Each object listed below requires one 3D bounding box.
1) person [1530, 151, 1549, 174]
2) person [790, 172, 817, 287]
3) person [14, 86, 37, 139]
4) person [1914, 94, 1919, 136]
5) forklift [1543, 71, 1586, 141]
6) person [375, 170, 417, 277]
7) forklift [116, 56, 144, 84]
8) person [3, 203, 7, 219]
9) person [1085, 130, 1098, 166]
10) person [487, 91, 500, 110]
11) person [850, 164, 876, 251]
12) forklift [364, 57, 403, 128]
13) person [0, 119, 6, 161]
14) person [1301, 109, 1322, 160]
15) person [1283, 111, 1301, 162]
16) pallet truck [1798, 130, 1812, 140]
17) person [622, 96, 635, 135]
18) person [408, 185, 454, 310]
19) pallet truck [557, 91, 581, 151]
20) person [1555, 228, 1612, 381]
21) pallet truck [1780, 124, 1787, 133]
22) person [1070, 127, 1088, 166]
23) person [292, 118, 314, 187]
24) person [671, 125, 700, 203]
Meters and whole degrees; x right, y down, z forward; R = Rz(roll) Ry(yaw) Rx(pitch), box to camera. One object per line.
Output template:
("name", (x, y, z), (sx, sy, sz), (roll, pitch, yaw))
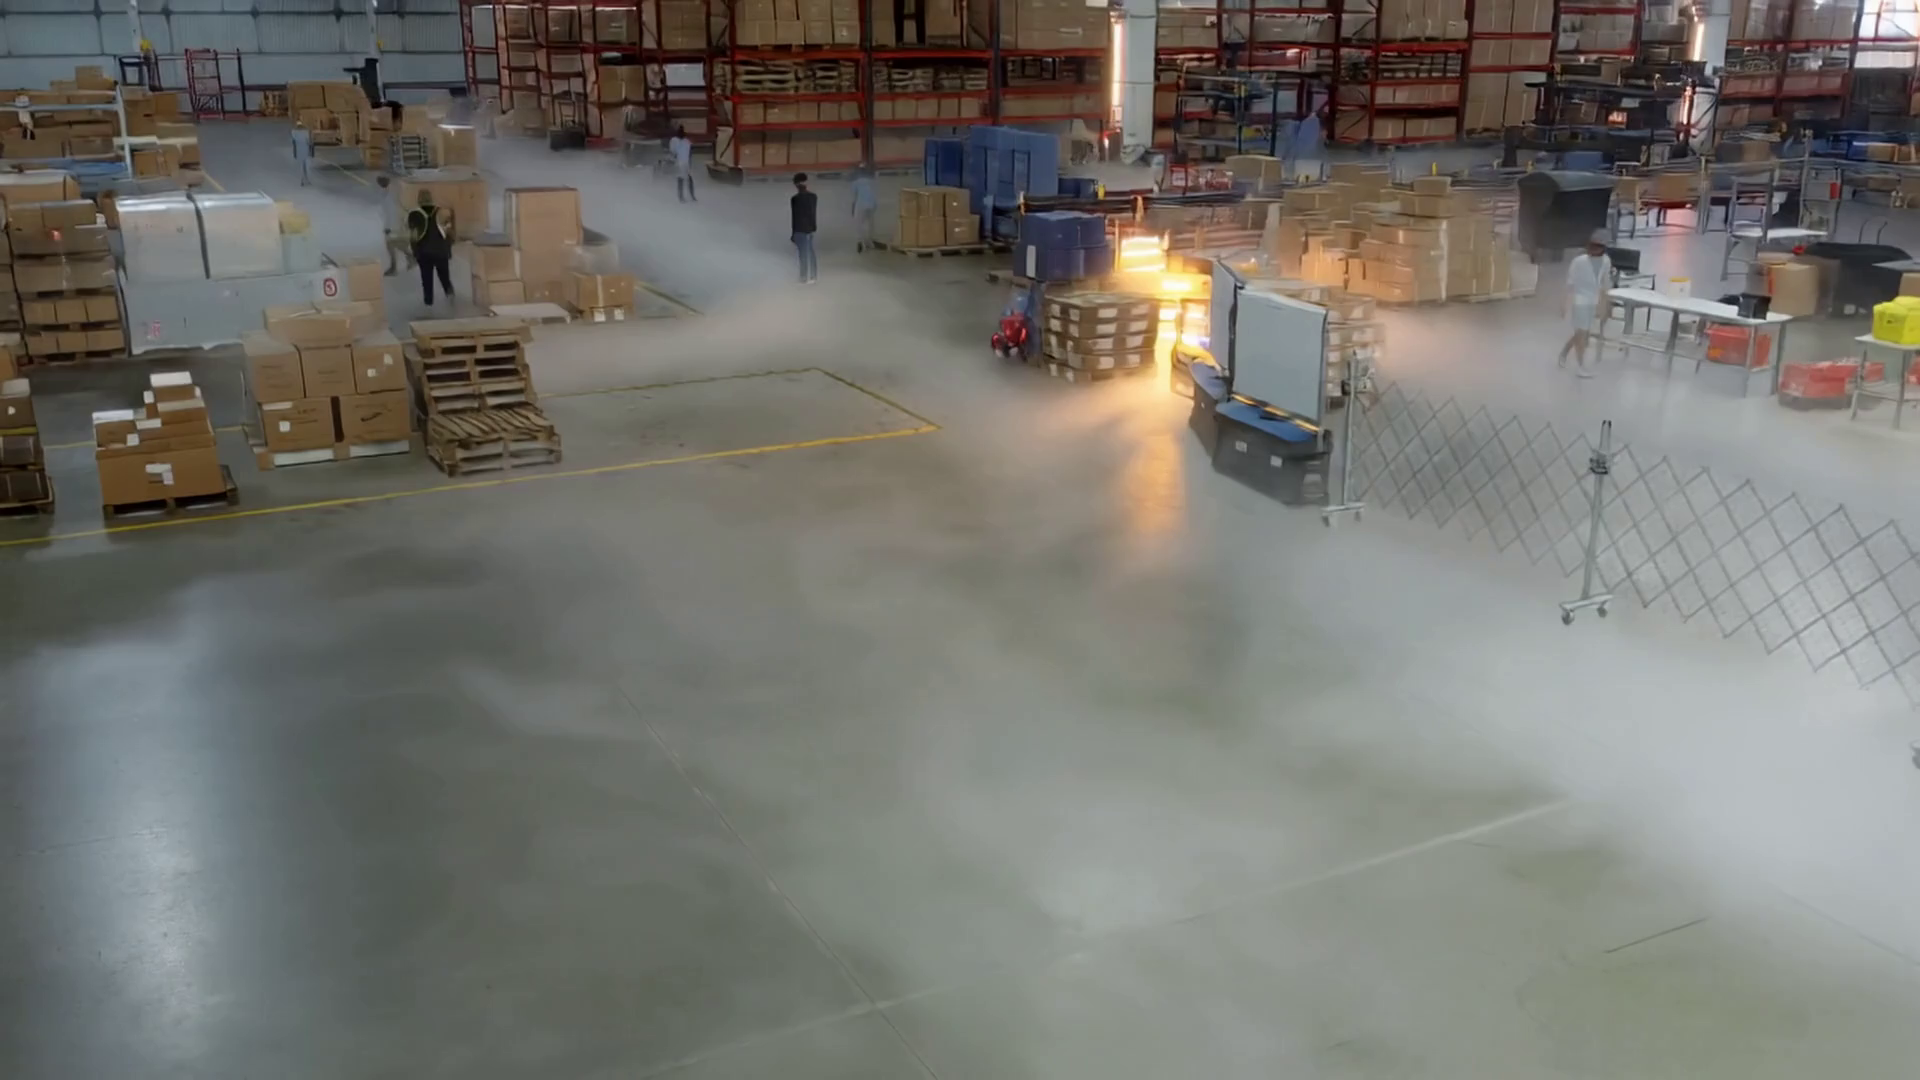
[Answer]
("person", (12.751, -7.719, 36.779), (0.923, 1.718, 0.527), (-7, 19, -20))
("person", (-2.752, -5.455, 29.262), (0.372, 1.997, 0.611), (13, 22, 35))
("person", (-34.919, -15.958, 62.103), (0.545, 1.938, 0.355), (-1, 18, -4))
("person", (36.974, -16.489, 63.740), (0.614, 1.946, 0.390), (0, 18, -1))
("forklift", (18.685, -13.231, 52.085), (1.873, 2.768, 1.129), (-9, 20, -26))
("person", (-10.355, -5.810, 30.513), (0.671, 1.920, 0.719), (-8, 19, -23))
("forklift", (-33.955, -18.449, 68.351), (1.129, 2.768, 1.873), (-9, 20, -26))
("person", (-19.301, -6.580, 33.086), (0.533, 1.812, 1.000), (-11, 21, -32))
("person", (3.519, -10.006, 44.010), (0.855, 1.649, 0.526), (-7, 19, -22))
("person", (-18.070, -16.562, 64.478), (0.542, 1.623, 0.375), (8, 19, 22))
("person", (-1.950, -6.690, 33.539), (0.526, 1.745, 0.731), (-1, 18, -3))
("forklift", (-23.619, -18.028, 67.038), (1.873, 2.768, 1.129), (-9, 20, -26))
("person", (-28.866, -11.933, 49.618), (0.638, 1.909, 0.916), (-5, 18, -16))
("person", (10.423, -11.853, 49.415), (0.654, 1.876, 0.882), (-6, 19, -17))
("person", (10.520, -12.784, 52.763), (0.519, 1.581, 0.860), (-8, 20, -24))
("pallet truck", (25.526, -11.556, 49.408), (1.630, 1.274, 0.653), (-9, 20, -26))
("person", (-11.210, -14.038, 56.185), (0.435, 1.904, 0.590), (-7, 19, -21))
("person", (-8.550, -4.722, 26.910), (0.696, 2.000, 0.679), (-10, 20, -29))
("pallet truck", (-13.495, -14.412, 57.188), (0.823, 1.965, 1.885), (-3, 18, -9))
("person", (8.281, -3.181, 22.179), (0.624, 2.007, 0.895), (-5, 18, -15))
("pallet truck", (25.206, -12.542, 52.601), (1.601, 1.201, 0.680), (0, 18, -2))
("person", (3.173, -10.194, 44.519), (0.541, 1.698, 0.315), (13, 22, 34))
("person", (-18.020, -10.630, 45.606), (0.309, 1.868, 0.534), (13, 22, 35))
("person", (-6.894, -9.395, 41.658), (0.609, 1.917, 0.908), (-13, 22, -35))
